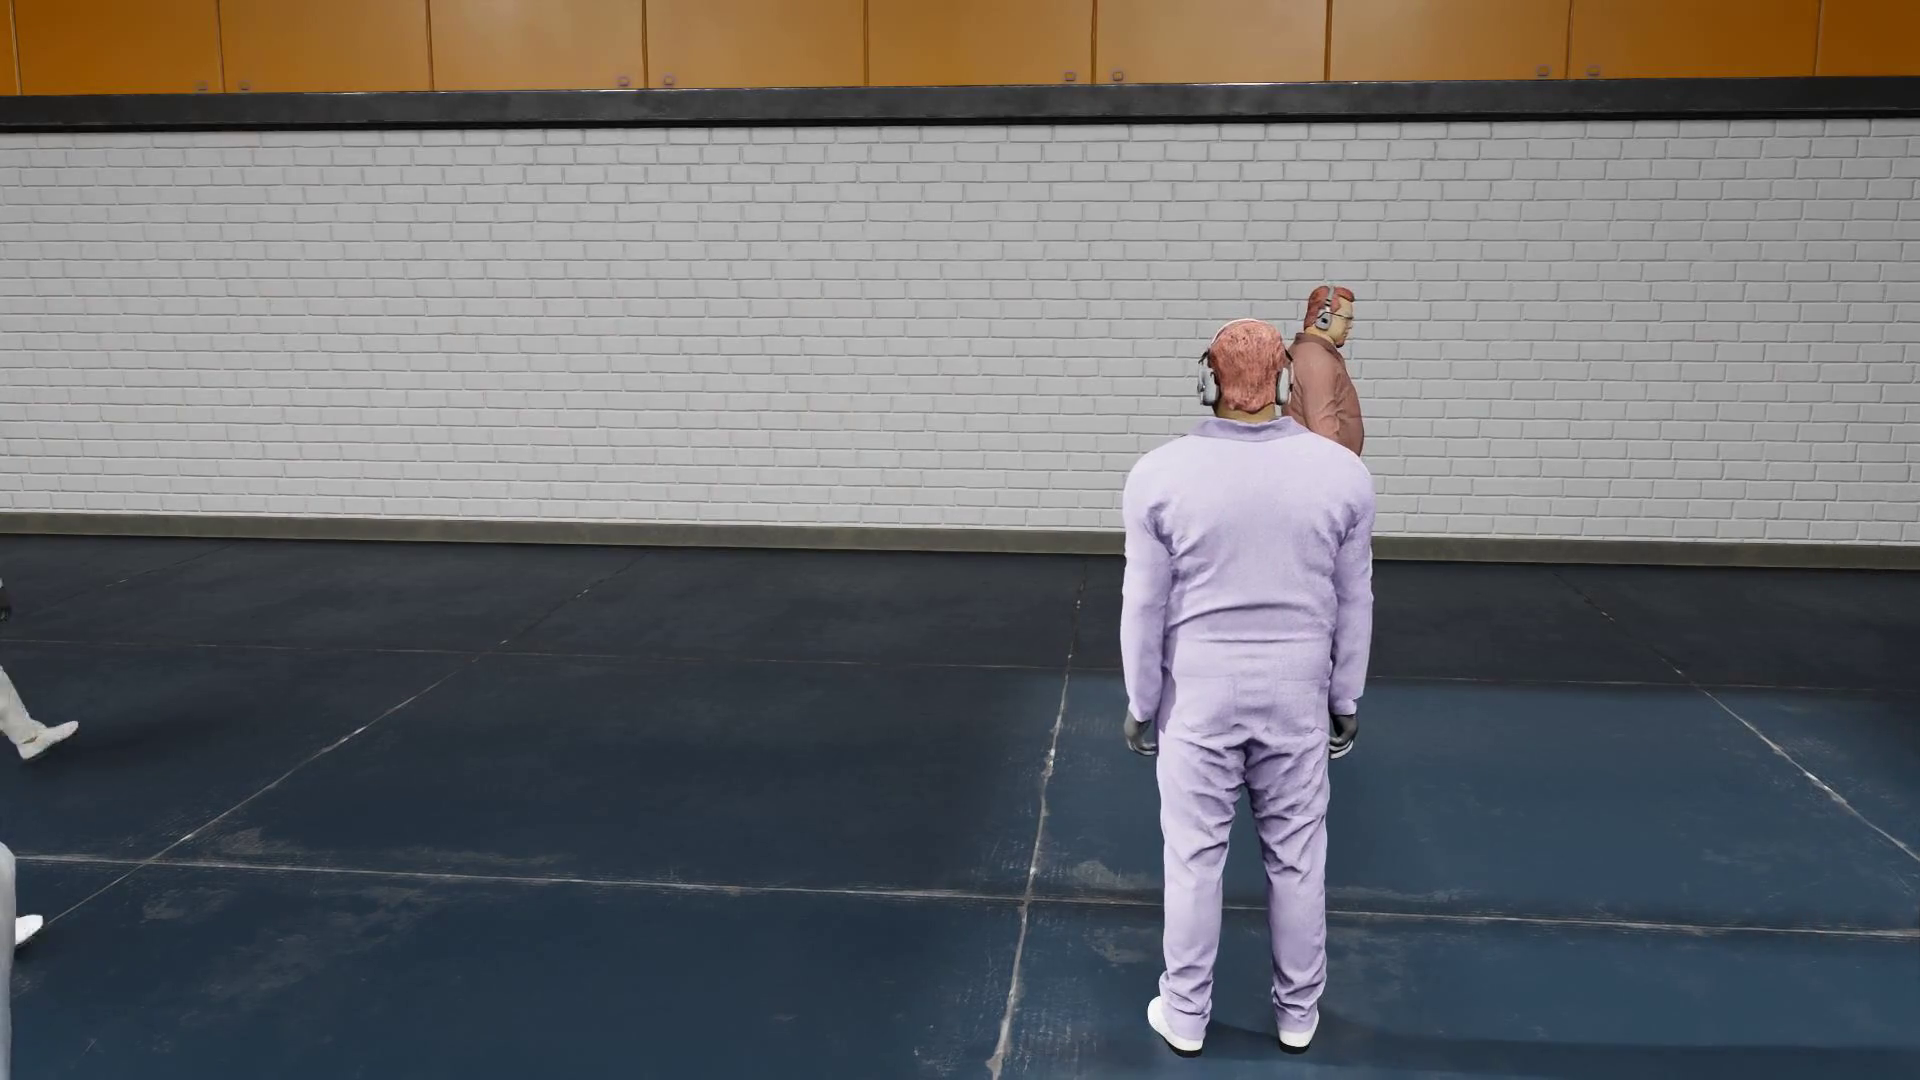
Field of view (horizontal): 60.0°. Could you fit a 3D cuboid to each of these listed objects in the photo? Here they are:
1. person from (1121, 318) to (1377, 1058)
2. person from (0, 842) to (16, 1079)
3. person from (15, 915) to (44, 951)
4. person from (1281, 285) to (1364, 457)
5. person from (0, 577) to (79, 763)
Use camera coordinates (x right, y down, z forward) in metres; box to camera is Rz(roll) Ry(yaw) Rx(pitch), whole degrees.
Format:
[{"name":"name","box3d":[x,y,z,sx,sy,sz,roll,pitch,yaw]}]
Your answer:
[{"name":"person","box3d":[0.721,0.391,4.270,0.641,1.905,0.410,0,10,-1]},{"name":"person","box3d":[-1.143,0.884,1.646,0.403,1.830,0.600,-1,10,-4]},{"name":"person","box3d":[-3.138,0.350,4.583,0.970,1.863,0.624,-7,12,-35]},{"name":"person","box3d":[1.774,-0.292,8.191,0.406,1.902,0.639,0,10,-1]},{"name":"person","box3d":[-3.800,0.171,6.395,0.532,1.601,0.803,8,13,40]}]
